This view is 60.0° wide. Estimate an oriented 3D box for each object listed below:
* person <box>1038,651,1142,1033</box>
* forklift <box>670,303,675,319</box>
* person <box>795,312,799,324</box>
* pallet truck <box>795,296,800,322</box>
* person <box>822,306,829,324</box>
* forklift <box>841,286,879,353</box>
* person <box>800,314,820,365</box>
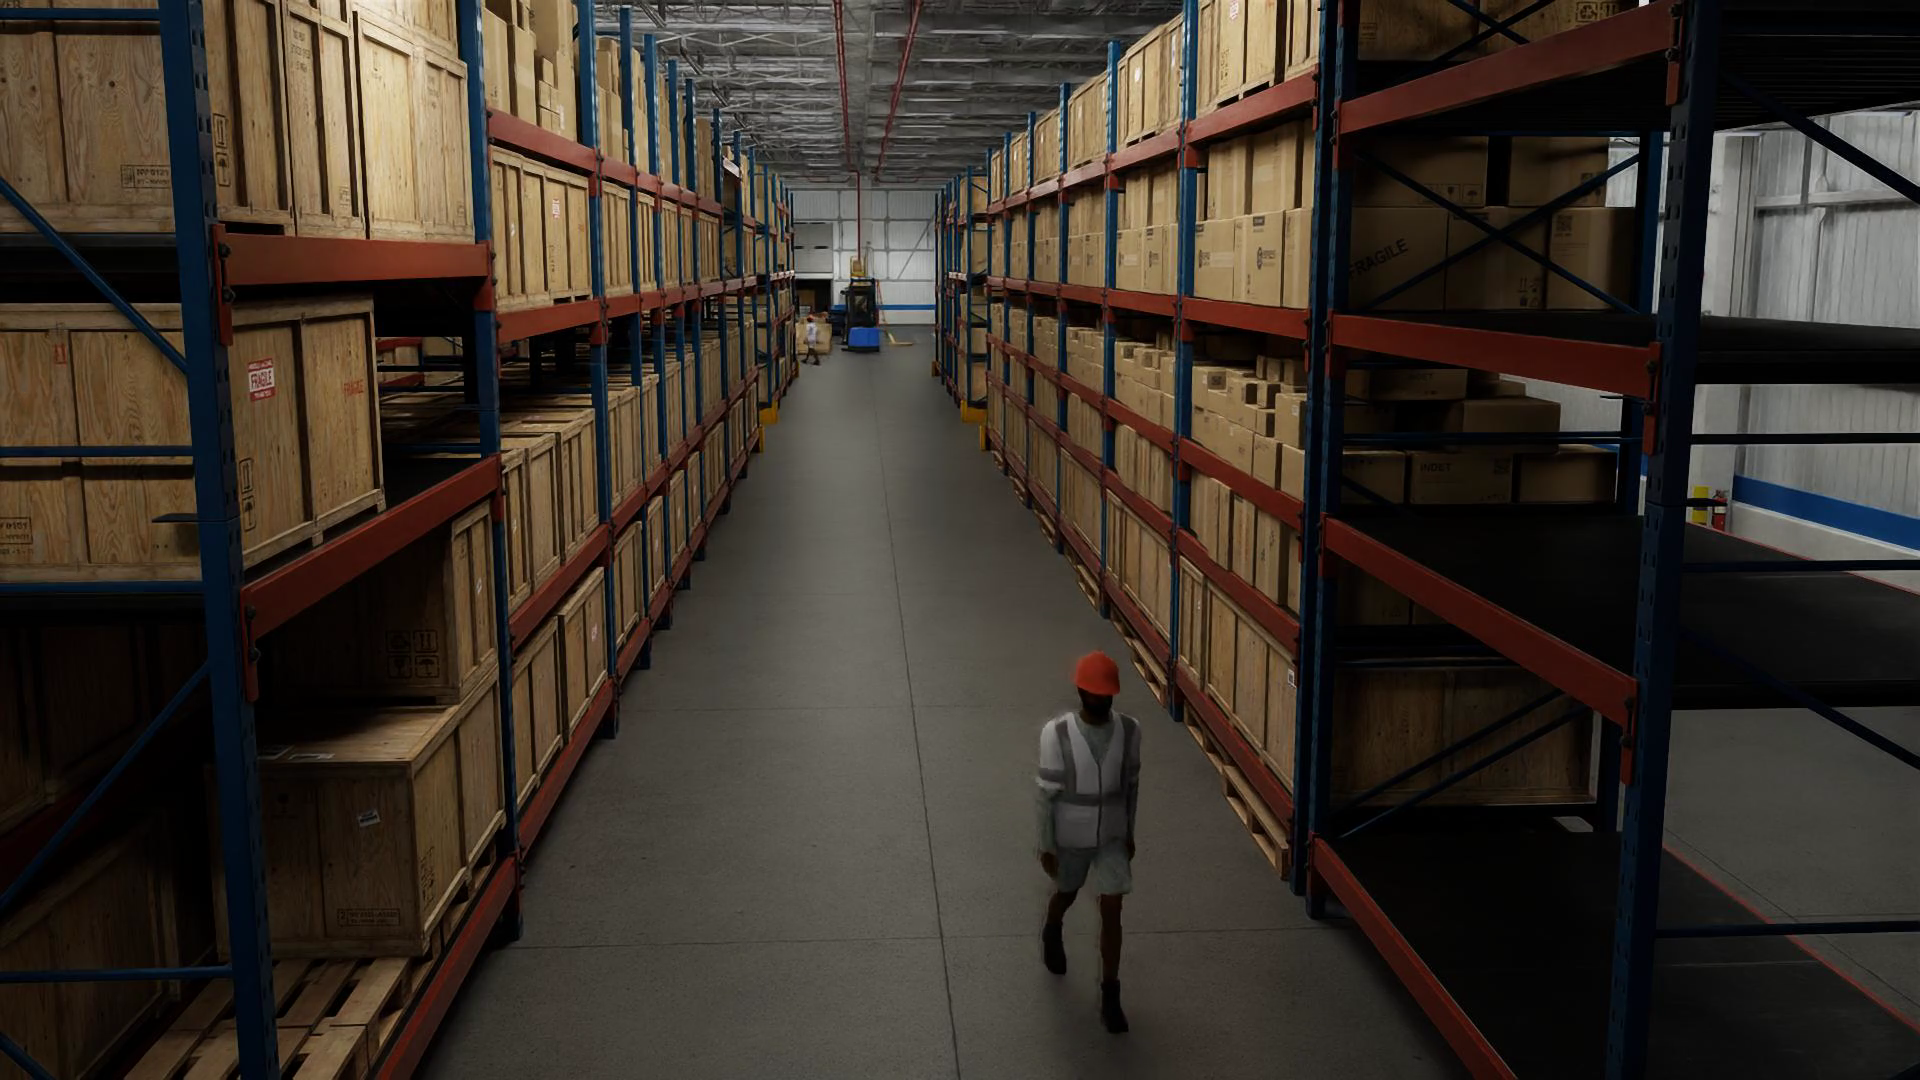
[{"bbox_3d":[0.652,1.471,8.634,0.554,1.901,0.975,-2,10,-12],"label":"person"},{"bbox_3d":[-9.536,-7.097,56.861,1.129,2.768,1.873,8,12,40],"label":"forklift"},{"bbox_3d":[-7.291,-9.251,72.620,0.809,1.923,0.451,-4,10,-21],"label":"person"},{"bbox_3d":[-8.622,-12.439,91.403,1.885,1.965,0.823,2,10,13],"label":"pallet truck"},{"bbox_3d":[-6.579,-10.587,81.264,0.322,1.690,0.532,-4,10,-23],"label":"person"},{"bbox_3d":[-4.193,-9.329,70.194,1.129,2.768,1.873,-4,10,-22],"label":"forklift"},{"bbox_3d":[-5.605,-7.475,62.088,0.978,1.881,0.567,5,11,29],"label":"person"}]
